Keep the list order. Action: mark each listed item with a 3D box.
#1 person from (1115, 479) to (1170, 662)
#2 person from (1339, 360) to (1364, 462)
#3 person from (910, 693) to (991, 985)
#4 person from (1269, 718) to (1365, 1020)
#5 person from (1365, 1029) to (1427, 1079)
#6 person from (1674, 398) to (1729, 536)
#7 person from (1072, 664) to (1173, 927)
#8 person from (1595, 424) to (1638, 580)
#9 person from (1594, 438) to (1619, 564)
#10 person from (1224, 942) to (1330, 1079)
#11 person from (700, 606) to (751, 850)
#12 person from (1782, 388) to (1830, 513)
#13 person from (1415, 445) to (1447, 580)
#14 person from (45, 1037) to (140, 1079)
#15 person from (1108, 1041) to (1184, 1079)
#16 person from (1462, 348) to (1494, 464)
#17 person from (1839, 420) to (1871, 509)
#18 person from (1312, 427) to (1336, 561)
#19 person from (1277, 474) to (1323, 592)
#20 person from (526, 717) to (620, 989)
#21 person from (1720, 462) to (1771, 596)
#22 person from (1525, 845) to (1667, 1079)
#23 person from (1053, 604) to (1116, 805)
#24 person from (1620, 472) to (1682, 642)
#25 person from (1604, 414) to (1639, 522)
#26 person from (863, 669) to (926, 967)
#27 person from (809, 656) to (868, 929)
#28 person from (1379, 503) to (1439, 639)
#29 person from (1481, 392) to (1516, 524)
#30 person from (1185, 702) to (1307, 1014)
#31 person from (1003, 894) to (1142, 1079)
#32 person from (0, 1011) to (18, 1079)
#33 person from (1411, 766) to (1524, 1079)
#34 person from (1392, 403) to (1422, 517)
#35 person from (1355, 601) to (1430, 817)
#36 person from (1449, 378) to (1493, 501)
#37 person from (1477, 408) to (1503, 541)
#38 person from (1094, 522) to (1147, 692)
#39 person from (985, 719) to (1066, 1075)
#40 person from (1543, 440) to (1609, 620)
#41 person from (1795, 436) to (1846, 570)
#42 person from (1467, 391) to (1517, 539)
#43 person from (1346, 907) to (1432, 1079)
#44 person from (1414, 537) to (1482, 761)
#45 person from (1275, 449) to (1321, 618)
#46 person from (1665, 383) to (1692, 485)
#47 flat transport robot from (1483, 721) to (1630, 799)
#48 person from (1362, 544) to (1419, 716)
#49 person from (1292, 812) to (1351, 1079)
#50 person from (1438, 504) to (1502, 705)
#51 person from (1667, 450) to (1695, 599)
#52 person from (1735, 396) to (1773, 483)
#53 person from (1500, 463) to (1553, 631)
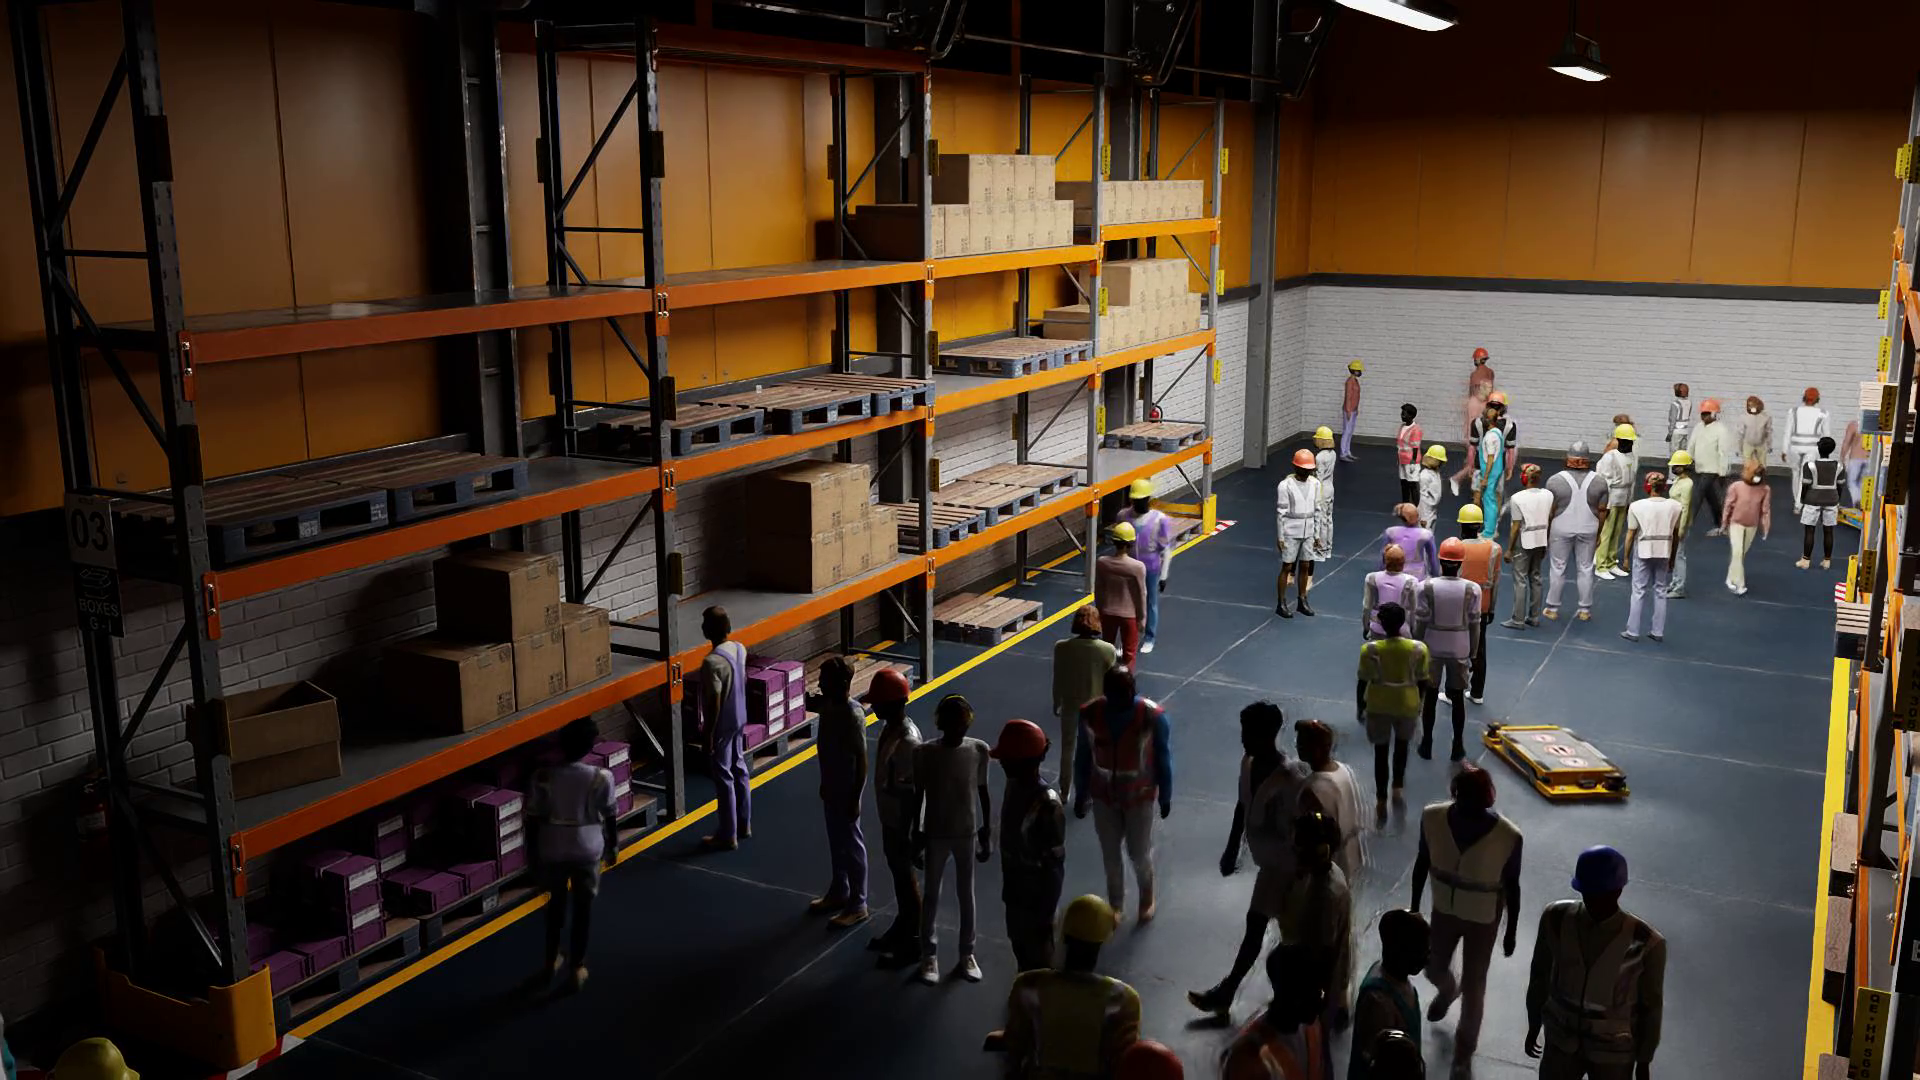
[{"bbox_3d":[1.832,0.316,17.048,0.612,1.876,0.954,6,14,23],"label":"person"},{"bbox_3d":[6.788,-2.234,28.756,0.340,1.760,0.526,6,14,26],"label":"person"},{"bbox_3d":[-0.056,1.838,10.296,0.512,1.860,0.328,-2,13,-10],"label":"person"},{"bbox_3d":[2.104,1.948,9.881,0.591,1.817,0.603,9,16,36],"label":"person"},{"bbox_3d":[1.628,2.734,6.332,0.504,1.840,0.341,0,13,0],"label":"person"},{"bbox_3d":[10.144,-0.965,22.674,1.052,1.940,0.629,-2,13,-8],"label":"person"},{"bbox_3d":[1.073,1.693,11.031,0.650,1.825,0.434,5,13,21],"label":"person"},{"bbox_3d":[8.112,-0.480,20.512,0.584,1.928,0.372,-10,16,-37],"label":"person"},{"bbox_3d":[8.293,-0.497,21.251,0.498,1.633,0.281,-7,14,-29],"label":"person"},{"bbox_3d":[1.403,2.573,6.851,0.896,1.917,0.616,9,15,34],"label":"person"},{"bbox_3d":[-1.755,1.387,12.347,0.325,1.841,0.516,5,14,21],"label":"person"},{"bbox_3d":[12.494,-1.331,24.552,0.598,1.831,1.008,8,15,33],"label":"person"},{"bbox_3d":[5.690,-0.298,20.136,0.329,1.733,0.488,8,15,31],"label":"person"},{"bbox_3d":[-3.255,2.744,6.329,0.403,1.824,0.595,-1,13,-6],"label":"person"},{"bbox_3d":[0.640,2.717,6.189,0.721,1.919,1.015,0,13,-2],"label":"person"},{"bbox_3d":[8.873,-2.292,28.474,0.623,1.992,0.396,-11,17,-40],"label":"person"},{"bbox_3d":[13.004,-1.148,23.934,0.571,1.725,0.683,3,13,13],"label":"person"},{"bbox_3d":[4.659,-0.598,21.459,0.297,1.744,0.487,8,15,32],"label":"person"},{"bbox_3d":[4.082,-0.226,19.897,0.322,1.696,0.536,-11,17,-41],"label":"person"},{"bbox_3d":[-2.383,1.934,10.282,0.548,1.659,0.487,0,13,-1],"label":"person"},{"bbox_3d":[9.327,-0.132,19.694,0.515,1.582,0.858,0,13,2],"label":"person"},{"bbox_3d":[2.957,2.345,7.818,0.614,1.946,0.389,10,16,38],"label":"person"},{"bbox_3d":[0.986,1.306,13.205,0.504,1.623,0.298,1,13,6],"label":"person"},{"bbox_3d":[7.361,0.192,17.711,0.561,1.837,0.390,0,13,0],"label":"person"},{"bbox_3d":[9.301,-0.977,23.401,0.436,1.633,0.526,-10,16,-37],"label":"person"},{"bbox_3d":[-0.416,1.746,10.553,0.390,1.929,0.545,-4,13,-15],"label":"person"},{"bbox_3d":[-0.801,1.663,11.102,0.335,1.845,0.513,-7,14,-29],"label":"person"},{"bbox_3d":[4.695,0.396,17.312,0.577,1.616,0.532,7,14,28],"label":"person"},{"bbox_3d":[7.662,-1.184,23.684,0.566,1.913,0.630,-6,14,-25],"label":"person"},{"bbox_3d":[1.797,1.889,9.937,1.008,1.904,0.604,-4,13,-16],"label":"person"},{"bbox_3d":[0.481,2.494,7.334,0.616,1.882,0.935,2,13,9],"label":"person"},{"bbox_3d":[-4.212,2.587,7.008,0.429,1.830,0.638,3,13,14],"label":"person"},{"bbox_3d":[2.871,2.073,9.328,0.583,1.819,0.678,9,15,34],"label":"person"},{"bbox_3d":[6.458,-1.129,23.967,0.321,1.689,0.532,-3,13,-14],"label":"person"},{"bbox_3d":[3.380,1.308,13.068,0.558,1.667,0.572,2,13,10],"label":"person"},{"bbox_3d":[7.855,-1.523,25.255,0.619,1.892,0.660,11,17,41],"label":"person"},{"bbox_3d":[7.132,-0.868,22.447,0.351,1.842,0.507,7,14,28],"label":"person"},{"bbox_3d":[1.507,0.703,15.579,0.526,1.768,0.331,7,15,30],"label":"person"},{"bbox_3d":[0.364,1.972,9.279,0.394,2.040,0.610,-5,13,-20],"label":"person"},{"bbox_3d":[6.856,-0.119,18.640,0.676,2.000,0.536,2,13,9],"label":"person"},{"bbox_3d":[10.835,-0.462,20.953,0.533,1.697,0.319,1,13,5],"label":"person"},{"bbox_3d":[7.242,-1.015,22.696,0.612,2.029,0.407,4,13,16],"label":"person"},{"bbox_3d":[1.891,2.495,7.386,0.349,1.843,0.506,4,13,19],"label":"person"},{"bbox_3d":[4.141,0.929,14.182,0.543,1.939,0.360,3,13,14],"label":"person"},{"bbox_3d":[3.819,-0.075,18.704,0.546,1.928,0.387,-5,13,-20],"label":"person"},{"bbox_3d":[11.493,-1.700,26.620,0.514,1.643,0.307,-10,16,-37],"label":"person"},{"bbox_3d":[4.977,1.823,13.943,0.652,0.197,1.431,-1,13,-4],"label":"flat transport robot"},{"bbox_3d":[3.941,0.841,15.234,0.522,1.645,0.306,6,14,23],"label":"person"},{"bbox_3d":[1.801,2.257,8.419,0.330,1.861,0.510,2,13,8],"label":"person"},{"bbox_3d":[4.772,0.612,15.660,0.582,1.919,0.395,-1,13,-3],"label":"person"},{"bbox_3d":[8.445,-0.184,19.581,0.333,1.760,0.527,3,13,13],"label":"person"},{"bbox_3d":[12.148,-1.426,25.483,0.547,1.595,0.542,3,13,12],"label":"person"},{"bbox_3d":[6.222,0.078,18.201,0.570,1.843,0.372,-6,14,-26],"label":"person"}]
